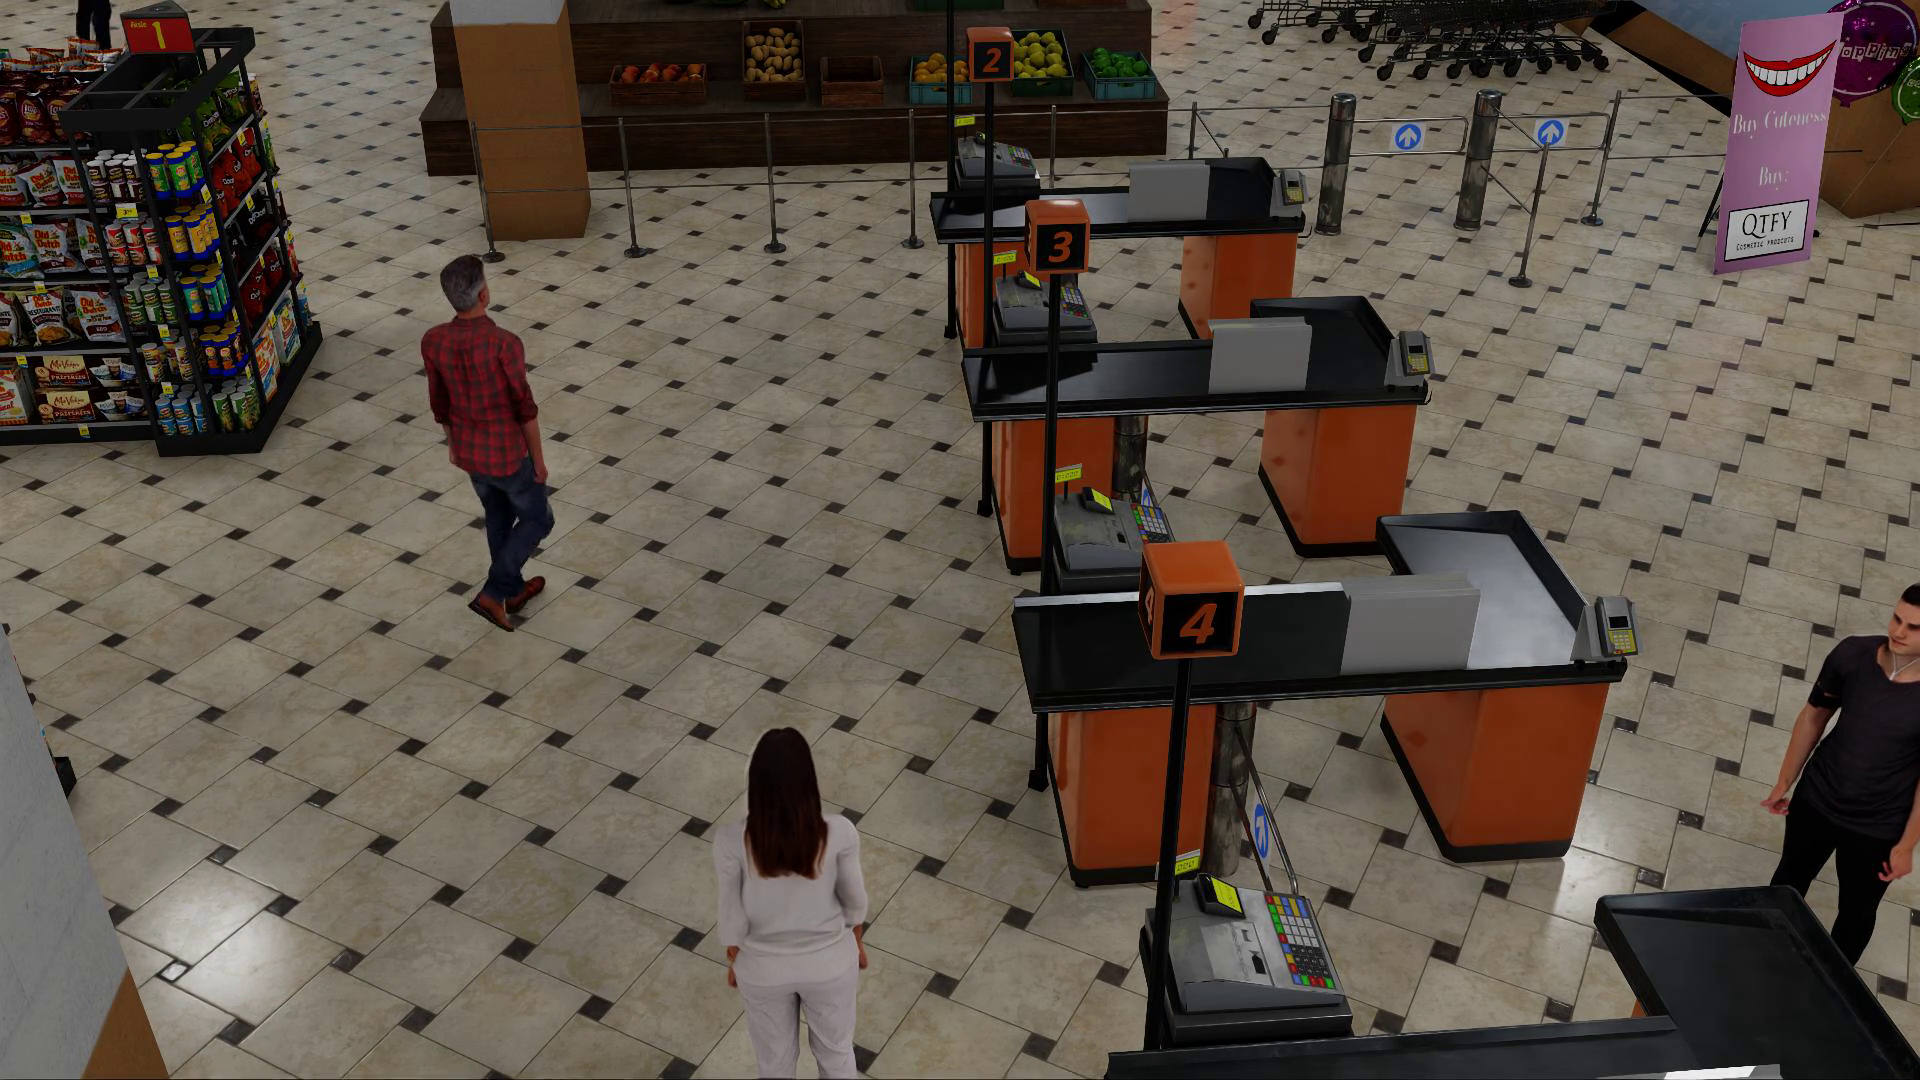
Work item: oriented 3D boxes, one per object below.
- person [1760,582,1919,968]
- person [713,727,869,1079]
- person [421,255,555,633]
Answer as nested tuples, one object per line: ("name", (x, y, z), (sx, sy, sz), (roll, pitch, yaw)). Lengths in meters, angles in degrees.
("person", (2.996, 0.890, 5.561), (0.724, 1.764, 0.722), (-22, 38, -31))
("person", (-0.495, 1.256, 5.044), (0.496, 1.689, 0.676), (-6, 32, -9))
("person", (-2.148, -0.372, 7.539), (0.986, 1.817, 0.982), (12, 34, 18))
